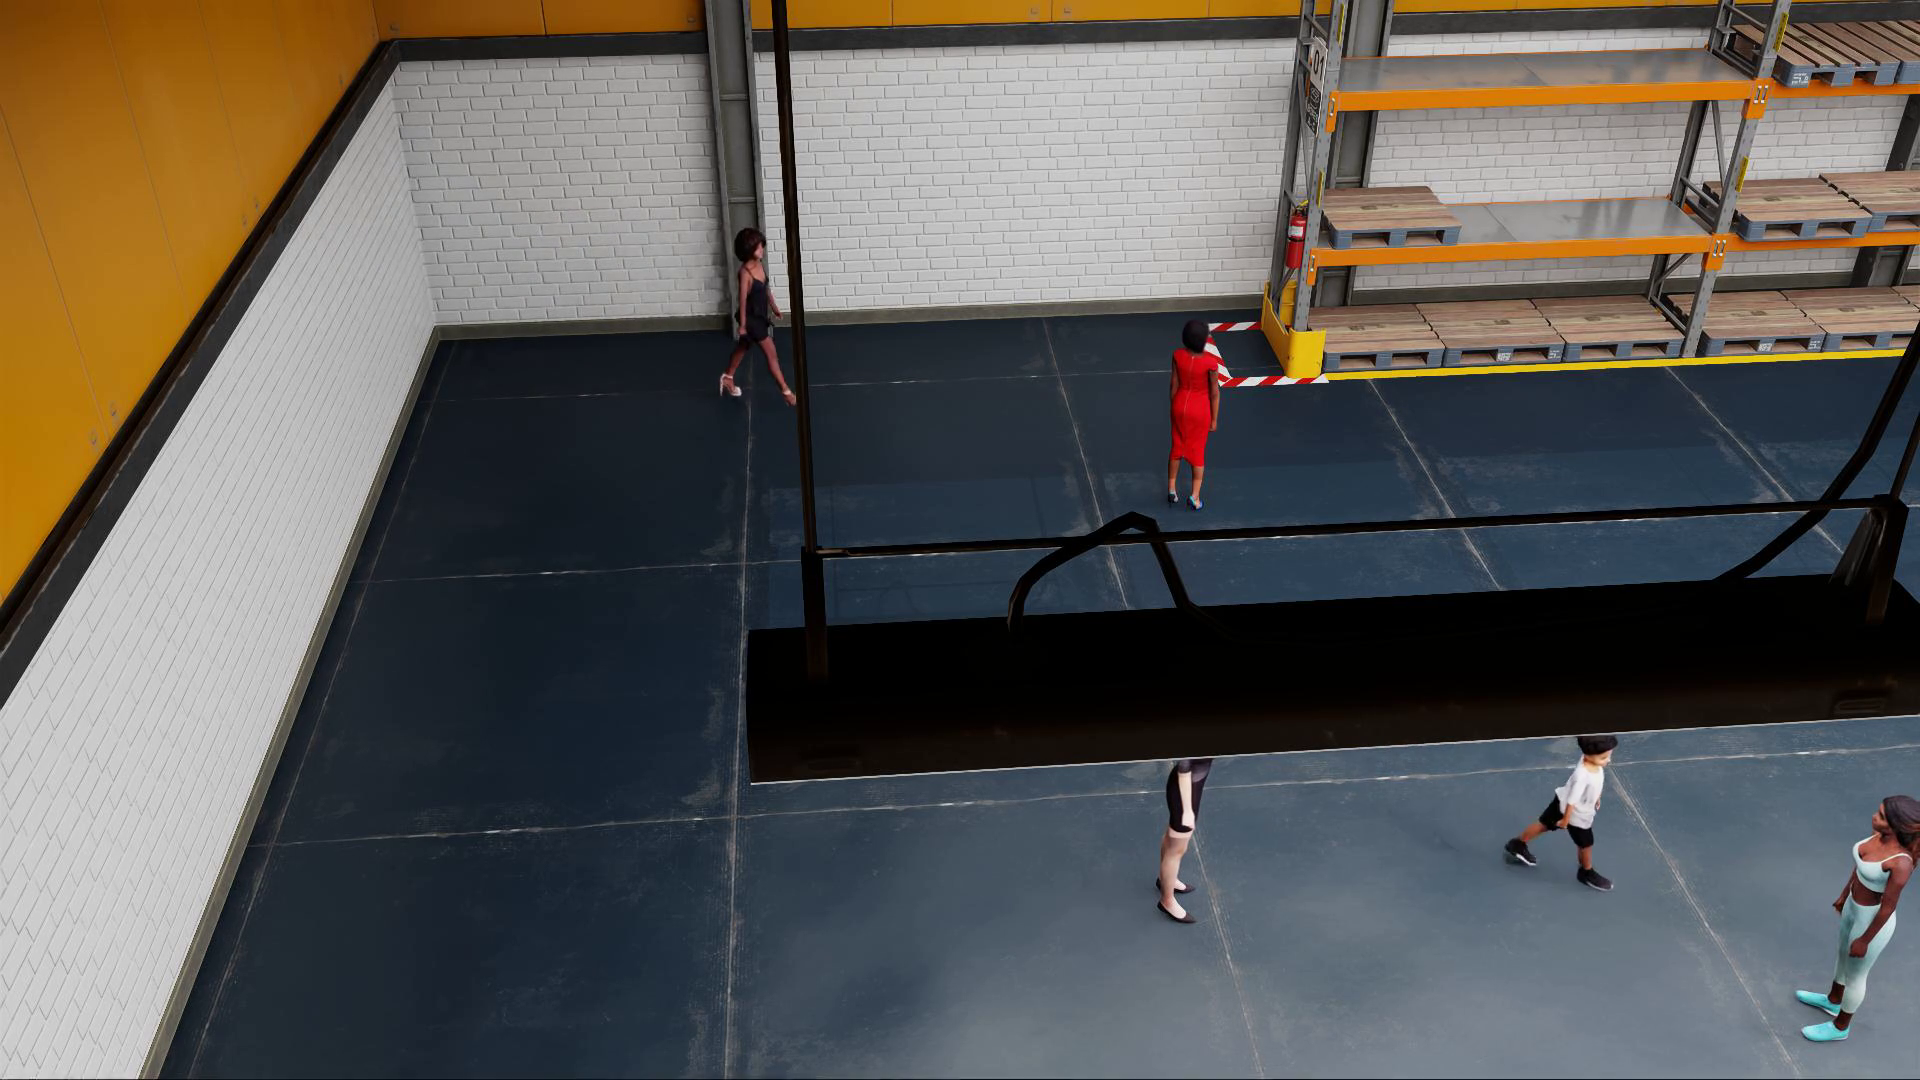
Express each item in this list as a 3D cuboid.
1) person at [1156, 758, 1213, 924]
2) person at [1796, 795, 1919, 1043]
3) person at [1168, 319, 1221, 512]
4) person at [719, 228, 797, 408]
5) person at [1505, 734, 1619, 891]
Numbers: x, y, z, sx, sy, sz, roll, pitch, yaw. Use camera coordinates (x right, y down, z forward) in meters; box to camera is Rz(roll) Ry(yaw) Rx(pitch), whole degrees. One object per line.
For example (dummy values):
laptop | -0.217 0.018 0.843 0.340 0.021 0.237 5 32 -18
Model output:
person | 1.334 1.502 9.922 0.581 1.830 0.627 5 34 8
person | 4.980 2.080 9.148 0.618 1.724 0.630 7 34 10
person | 1.917 -1.035 13.817 0.617 1.744 0.712 18 38 25
person | -1.975 -2.021 15.308 1.146 1.736 0.740 6 34 8
person | 3.748 1.605 10.301 0.953 1.239 0.754 14 36 19
